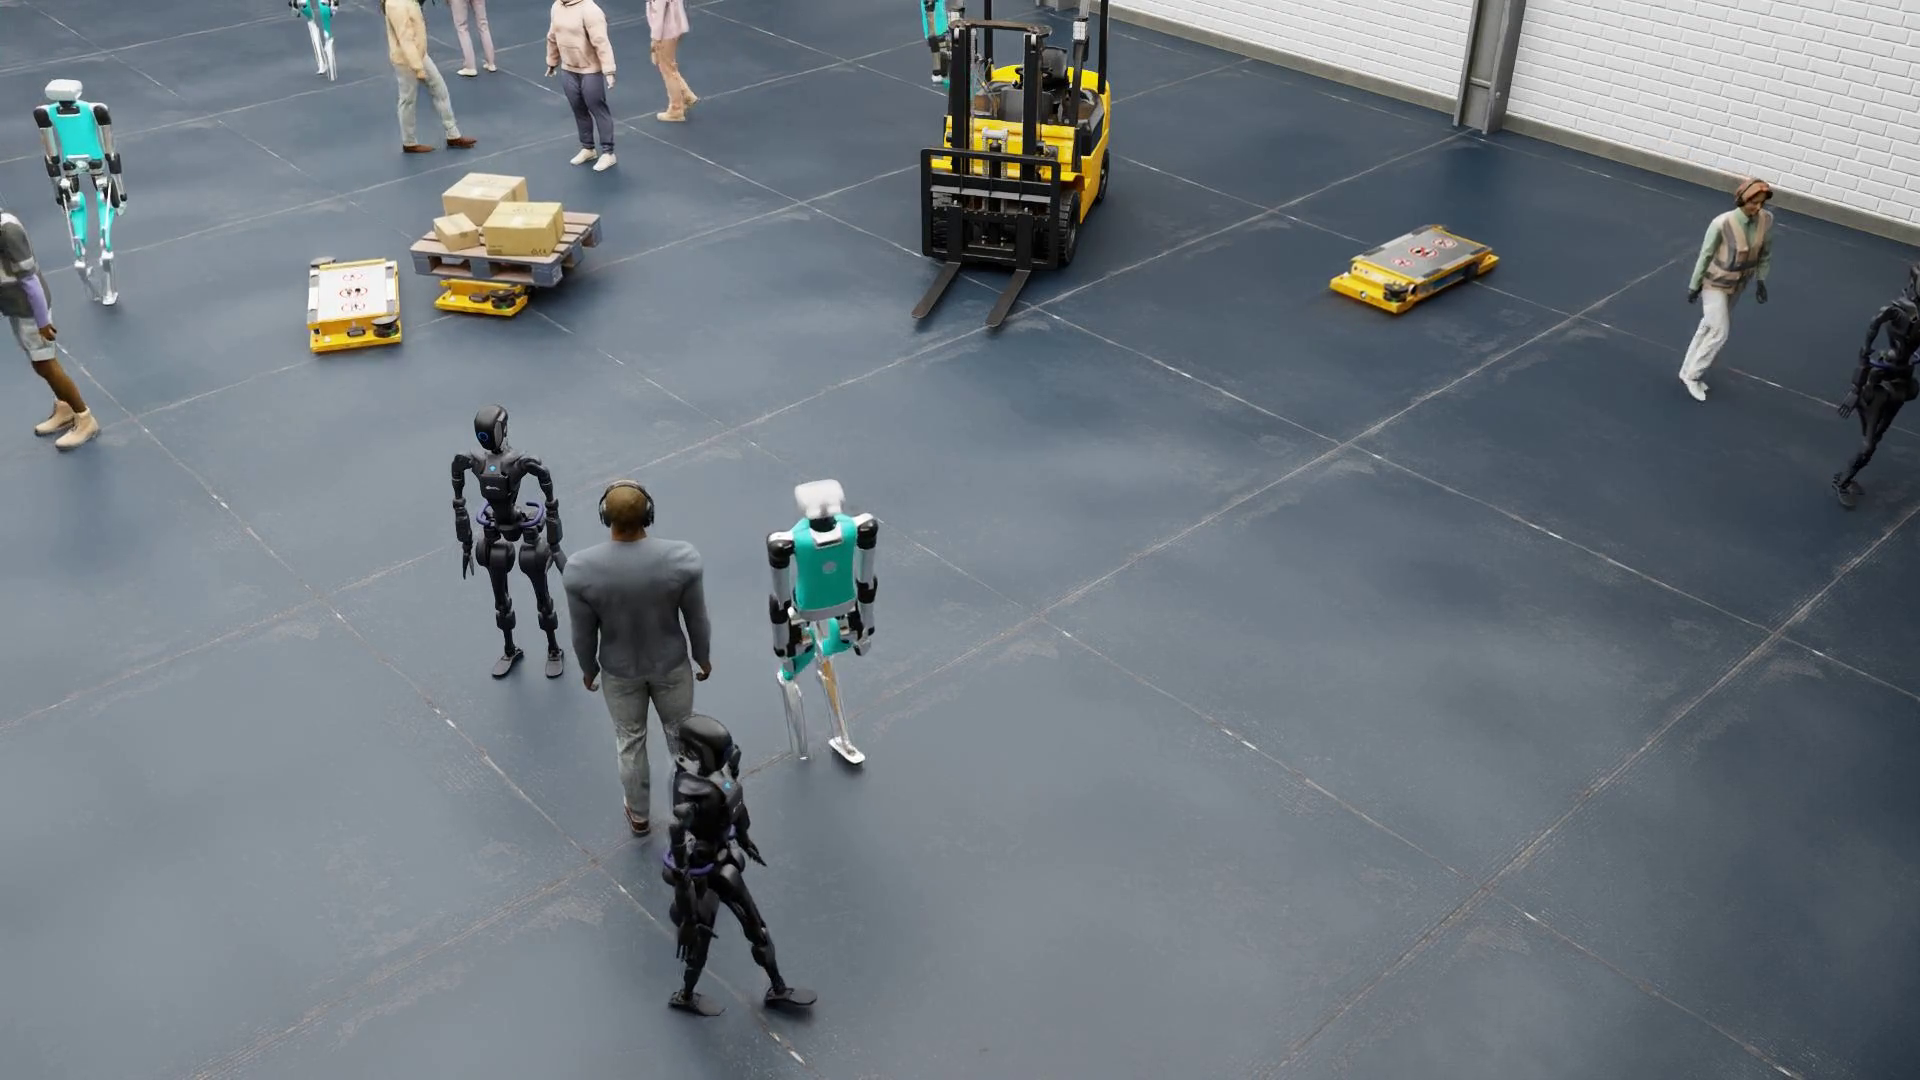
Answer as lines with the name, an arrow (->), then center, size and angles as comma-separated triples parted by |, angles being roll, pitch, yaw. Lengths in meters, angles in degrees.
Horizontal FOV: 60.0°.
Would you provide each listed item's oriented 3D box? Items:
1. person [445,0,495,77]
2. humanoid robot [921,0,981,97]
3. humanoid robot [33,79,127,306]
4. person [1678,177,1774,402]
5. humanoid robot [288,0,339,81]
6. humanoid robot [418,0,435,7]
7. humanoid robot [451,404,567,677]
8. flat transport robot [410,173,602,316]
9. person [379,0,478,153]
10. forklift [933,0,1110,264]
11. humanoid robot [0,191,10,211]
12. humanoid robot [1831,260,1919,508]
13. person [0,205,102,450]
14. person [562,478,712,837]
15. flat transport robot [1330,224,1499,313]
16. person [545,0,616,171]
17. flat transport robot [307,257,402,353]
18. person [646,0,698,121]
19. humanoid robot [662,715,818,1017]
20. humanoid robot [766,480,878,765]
person -> -5.297, -5.887, 17.859 | 0.363, 1.756, 0.537 | 28, 42, 36
humanoid robot -> -0.022, -4.495, 15.759 | 0.737, 1.818, 0.550 | 3, 33, 4
humanoid robot -> -6.710, -2.558, 12.794 | 0.541, 1.815, 0.774 | -7, 34, -10
person -> 5.373, -1.748, 11.618 | 0.508, 1.617, 0.516 | -14, 36, -21
humanoid robot -> -6.853, -5.741, 17.734 | 0.558, 1.870, 0.756 | -7, 34, -10
humanoid robot -> -6.074, -6.074, 18.242 | 0.603, 1.628, 0.741 | 5, 33, 7
humanoid robot -> -2.370, 0.017, 8.843 | 0.599, 1.657, 0.315 | 2, 33, 3
flat transport robot -> -3.657, -2.221, 13.586 | 0.659, 0.231, 1.431 | 7, 34, 11
person -> -5.053, -4.554, 15.723 | 0.822, 1.844, 0.594 | 0, 33, 0
forklift -> 0.570, -3.725, 14.138 | 1.214, 2.155, 2.313 | 9, 34, 13
humanoid robot -> -8.580, -3.457, 14.155 | 0.568, 1.785, 0.852 | 10, 34, 15
humanoid robot -> 5.829, -0.994, 10.418 | 0.608, 1.644, 0.428 | -7, 34, -10
person -> -6.231, -1.555, 10.953 | 0.708, 2.030, 0.432 | 28, 42, 35
person -> -1.470, 0.571, 7.774 | 0.633, 1.933, 0.362 | -7, 34, -10
flat transport robot -> 3.734, -2.229, 13.599 | 1.431, 0.231, 0.659 | -26, 41, -34
person -> -3.510, -4.402, 15.489 | 0.818, 1.854, 0.434 | 18, 37, 25
flat transport robot -> -4.752, -1.880, 13.063 | 0.659, 0.231, 1.431 | -9, 34, -14
person -> -2.918, -5.031, 16.530 | 0.464, 1.768, 0.521 | 2, 33, 3
humanoid robot -> -0.960, 1.376, 6.783 | 0.682, 1.635, 0.613 | 11, 35, 16
humanoid robot -> -0.719, 0.404, 8.222 | 0.530, 1.795, 0.723 | -12, 35, -18
